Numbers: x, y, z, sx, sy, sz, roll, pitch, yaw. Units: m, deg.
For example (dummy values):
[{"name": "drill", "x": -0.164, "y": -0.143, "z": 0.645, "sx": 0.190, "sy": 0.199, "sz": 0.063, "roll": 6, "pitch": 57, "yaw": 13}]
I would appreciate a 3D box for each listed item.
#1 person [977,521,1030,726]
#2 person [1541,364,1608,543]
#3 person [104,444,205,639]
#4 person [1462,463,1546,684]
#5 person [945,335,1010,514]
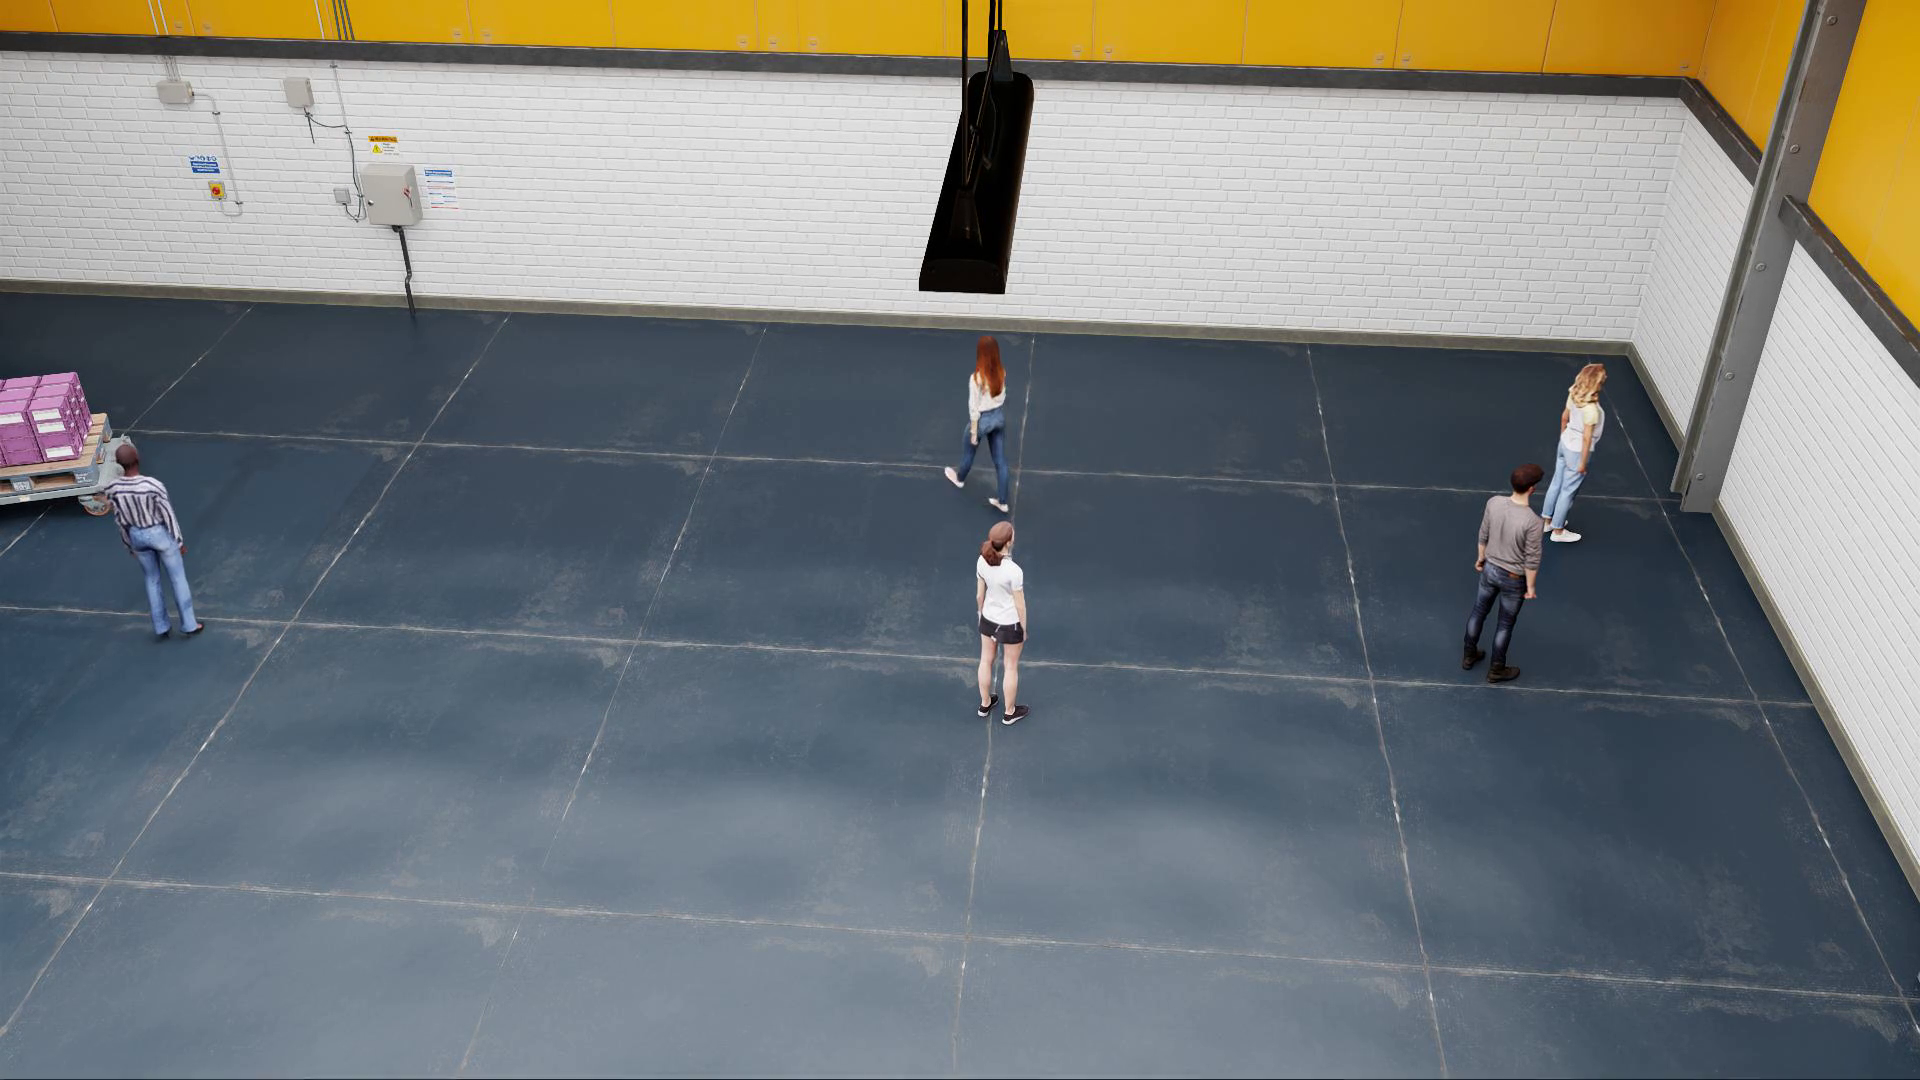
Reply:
[{"name": "person", "x": 0.308, "y": 0.619, "z": 12.497, "sx": 0.657, "sy": 1.752, "sz": 0.690, "roll": 19, "pitch": 38, "yaw": 26}, {"name": "person", "x": 5.401, "y": -0.779, "z": 14.629, "sx": 0.728, "sy": 1.722, "sz": 0.551, "roll": -4, "pitch": 34, "yaw": -6}, {"name": "person", "x": -6.466, "y": 0.039, "z": 13.334, "sx": 0.646, "sy": 1.791, "sz": 0.574, "roll": -1, "pitch": 34, "yaw": -1}, {"name": "person", "x": 4.225, "y": 0.254, "z": 12.911, "sx": 0.835, "sy": 1.903, "sz": 0.767, "roll": -24, "pitch": 40, "yaw": -31}, {"name": "person", "x": 0.298, "y": -1.012, "z": 15.002, "sx": 0.978, "sy": 1.697, "sz": 1.105, "roll": -21, "pitch": 39, "yaw": -28}]
